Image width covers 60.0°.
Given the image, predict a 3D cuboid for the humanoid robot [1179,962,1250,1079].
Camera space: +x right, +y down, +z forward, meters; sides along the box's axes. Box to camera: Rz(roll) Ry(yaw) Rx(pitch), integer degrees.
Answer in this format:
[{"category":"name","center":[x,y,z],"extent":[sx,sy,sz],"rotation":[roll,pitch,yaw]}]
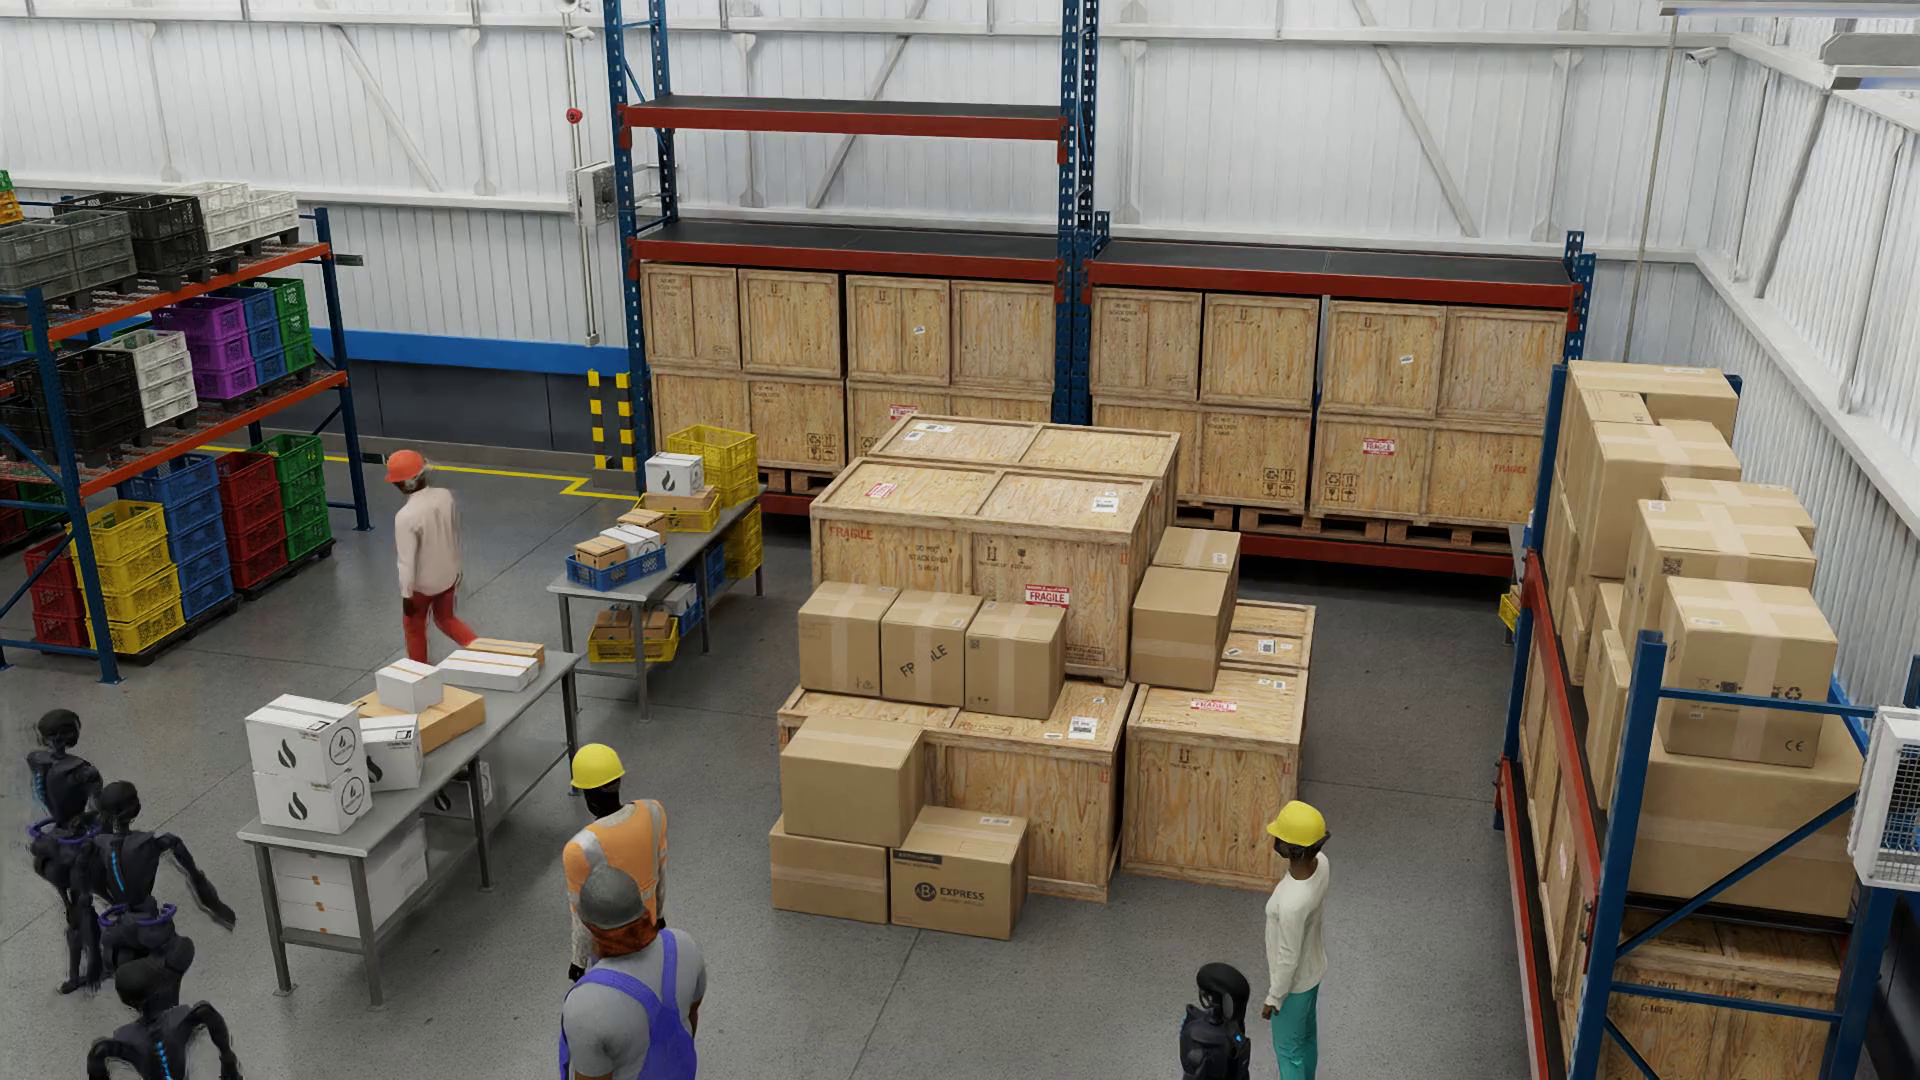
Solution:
[{"category":"humanoid robot","center":[1.007,2.417,6.746],"extent":[0.323,1.652,0.581],"rotation":[12,24,28]}]

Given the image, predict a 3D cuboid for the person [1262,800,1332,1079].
[{"category":"person","center":[1.528,2.002,7.707],"extent":[0.313,1.769,0.524],"rotation":[10,23,25]}]

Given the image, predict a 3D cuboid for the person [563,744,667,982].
[{"category":"person","center":[-1.630,1.844,7.914],"extent":[0.373,1.918,0.584],"rotation":[15,25,33]}]

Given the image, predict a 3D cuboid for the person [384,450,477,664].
[{"category":"person","center":[-3.806,0.260,12.012],"extent":[0.799,1.958,0.656],"rotation":[7,22,18]}]

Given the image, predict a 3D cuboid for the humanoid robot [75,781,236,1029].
[{"category":"humanoid robot","center":[-3.954,1.945,8.062],"extent":[0.548,1.631,0.786],"rotation":[1,21,3]}]

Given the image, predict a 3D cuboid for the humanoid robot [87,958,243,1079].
[{"category":"humanoid robot","center":[-3.142,2.435,6.729],"extent":[0.571,1.638,0.574],"rotation":[-14,25,-32]}]

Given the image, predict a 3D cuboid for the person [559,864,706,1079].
[{"category":"person","center":[-1.363,2.217,6.767],"extent":[0.536,2.000,0.686],"rotation":[13,24,30]}]

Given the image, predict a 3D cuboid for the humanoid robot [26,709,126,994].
[{"category":"humanoid robot","center":[-4.619,1.621,8.850],"extent":[0.561,1.643,0.498],"rotation":[6,22,16]}]
